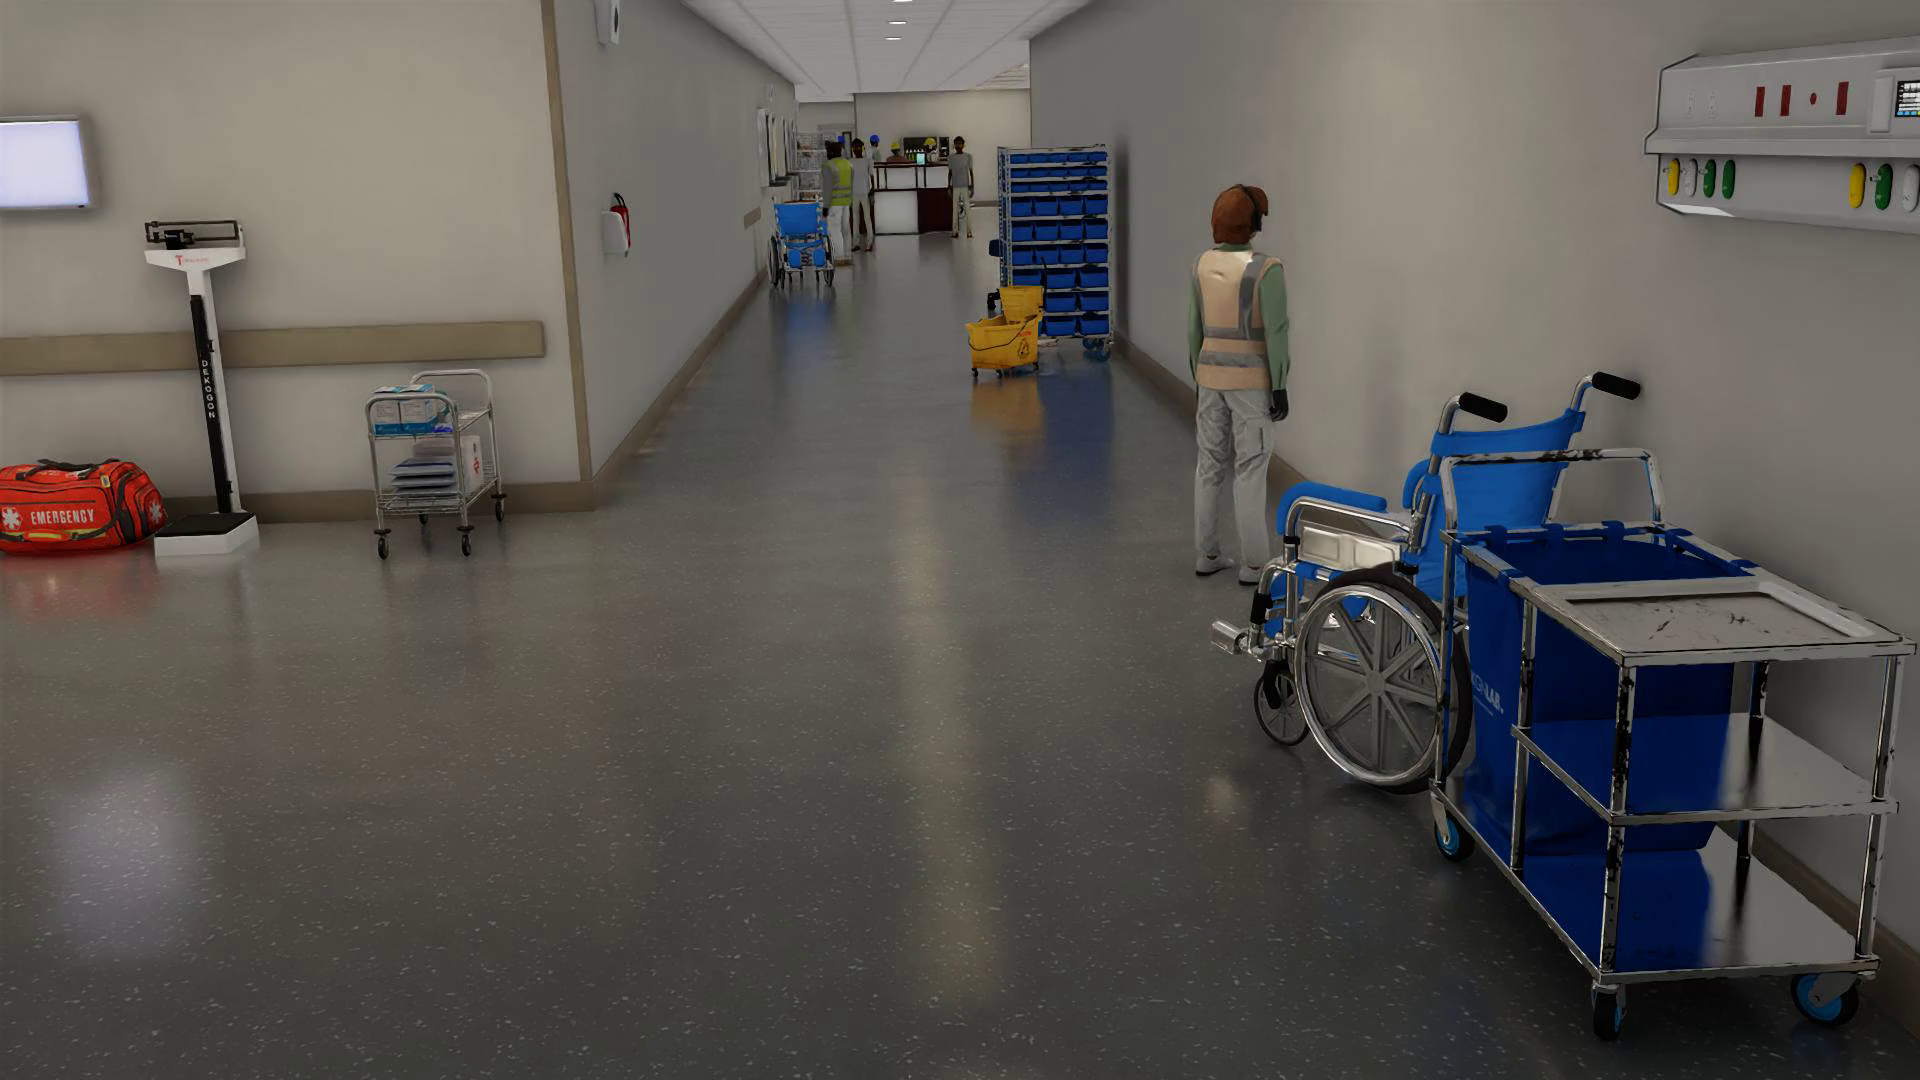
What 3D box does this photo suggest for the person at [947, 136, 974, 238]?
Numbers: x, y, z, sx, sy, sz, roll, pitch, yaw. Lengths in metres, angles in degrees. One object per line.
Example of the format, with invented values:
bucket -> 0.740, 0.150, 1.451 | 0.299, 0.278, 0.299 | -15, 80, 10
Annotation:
person -> 0.018, -6.520, 30.773 | 0.506, 1.861, 0.329 | 1, 14, 13

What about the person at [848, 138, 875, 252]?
person -> -1.664, -5.748, 27.759 | 0.521, 1.871, 0.325 | 3, 14, 18

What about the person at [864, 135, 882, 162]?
person -> -2.182, -9.392, 42.634 | 0.404, 1.945, 0.614 | -13, 18, -40

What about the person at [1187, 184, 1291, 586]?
person -> 1.148, -0.631, 6.868 | 0.307, 1.645, 0.518 | -12, 17, -37

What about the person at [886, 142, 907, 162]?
person -> -1.468, -8.334, 38.587 | 0.533, 1.767, 0.325 | 2, 14, 15

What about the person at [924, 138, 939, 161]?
person -> -0.672, -8.553, 39.244 | 0.404, 1.835, 0.587 | -3, 14, -6

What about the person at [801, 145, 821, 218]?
person -> -3.600, -8.682, 40.323 | 0.435, 1.735, 0.596 | -9, 15, -27

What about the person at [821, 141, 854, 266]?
person -> -1.835, -5.003, 24.791 | 0.429, 1.841, 0.633 | 8, 17, 36
